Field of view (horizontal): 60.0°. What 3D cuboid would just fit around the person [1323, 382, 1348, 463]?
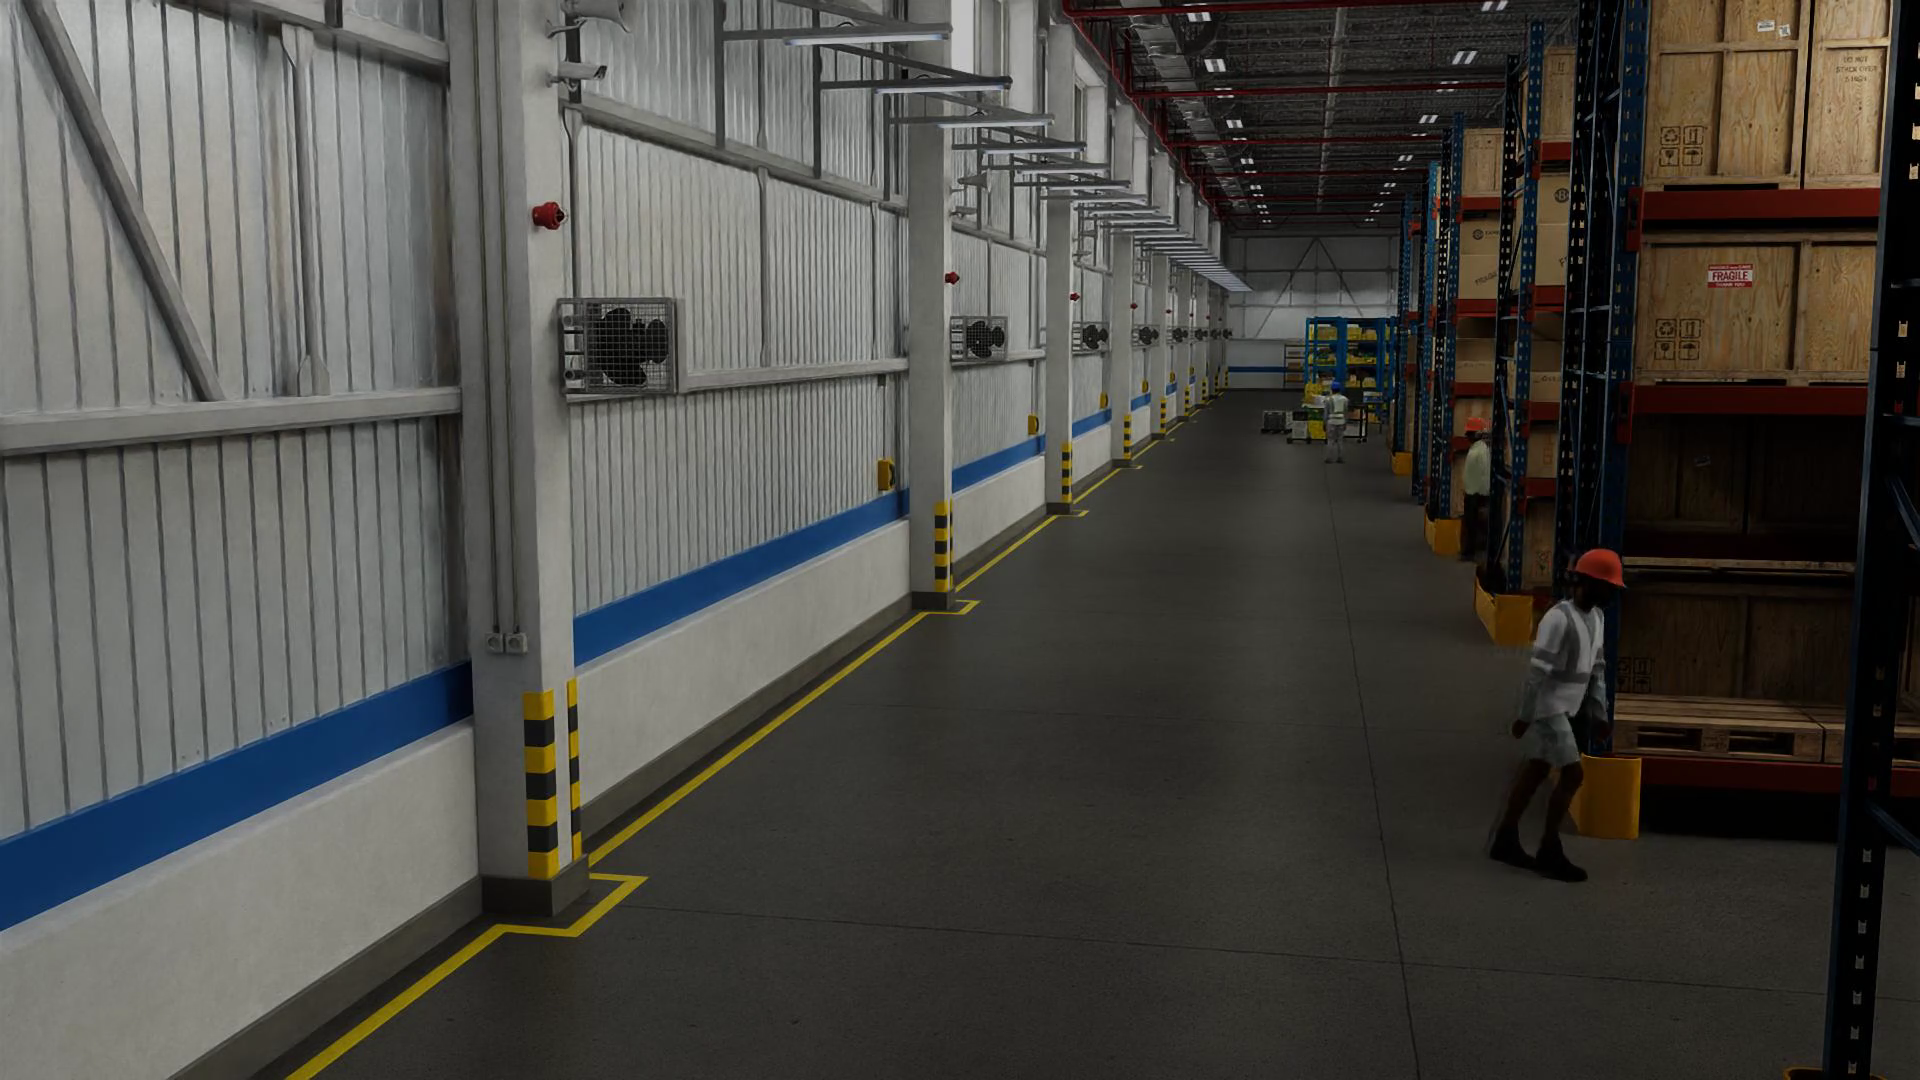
[{"bbox_3d":[8.875,-2.771,39.318,0.612,1.943,0.412,-2,7,-15],"label":"person"}]

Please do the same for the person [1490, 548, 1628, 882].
[{"bbox_3d":[3.438,0.973,9.549,0.766,1.876,0.544,6,9,38],"label":"person"}]

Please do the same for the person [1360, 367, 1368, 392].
[{"bbox_3d":[15.058,-5.519,61.815,0.837,1.819,0.578,1,7,7],"label":"person"}]

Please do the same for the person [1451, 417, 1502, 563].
[{"bbox_3d":[6.940,-0.656,22.204,0.620,1.976,0.628,1,7,5],"label":"person"}]
